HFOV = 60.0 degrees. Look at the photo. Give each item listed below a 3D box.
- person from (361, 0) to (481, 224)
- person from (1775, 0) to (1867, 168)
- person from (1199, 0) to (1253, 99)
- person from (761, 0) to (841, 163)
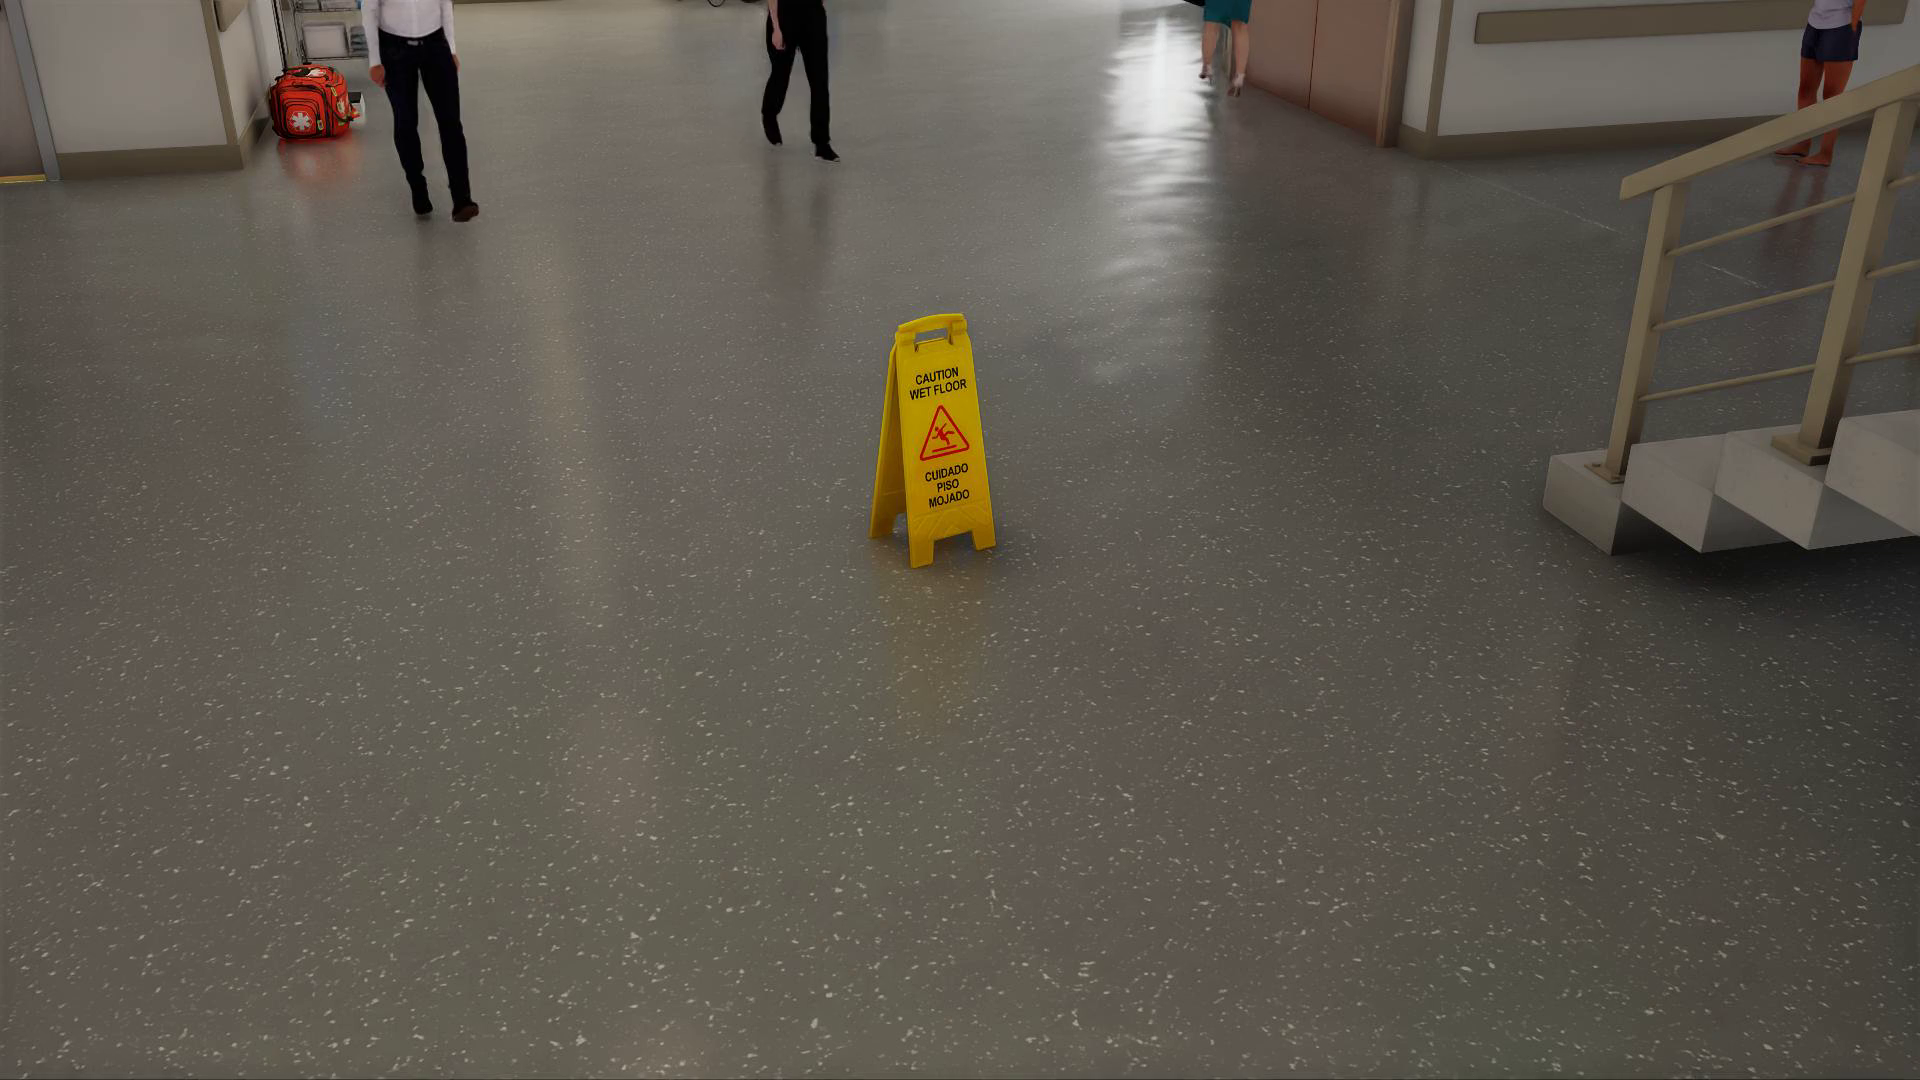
[{"bbox_3d":[-2.962,-2.640,8.961,0.824,1.827,1.245,-13,29,-25],"label":"person"},{"bbox_3d":[5.379,-3.132,10.219,0.620,1.620,0.449,-5,26,-11],"label":"person"},{"bbox_3d":[1.982,-3.999,12.000,0.622,1.634,1.058,-5,26,-10],"label":"person"},{"bbox_3d":[-1.061,-3.215,10.289,0.743,1.708,1.192,-12,28,-24],"label":"person"}]
